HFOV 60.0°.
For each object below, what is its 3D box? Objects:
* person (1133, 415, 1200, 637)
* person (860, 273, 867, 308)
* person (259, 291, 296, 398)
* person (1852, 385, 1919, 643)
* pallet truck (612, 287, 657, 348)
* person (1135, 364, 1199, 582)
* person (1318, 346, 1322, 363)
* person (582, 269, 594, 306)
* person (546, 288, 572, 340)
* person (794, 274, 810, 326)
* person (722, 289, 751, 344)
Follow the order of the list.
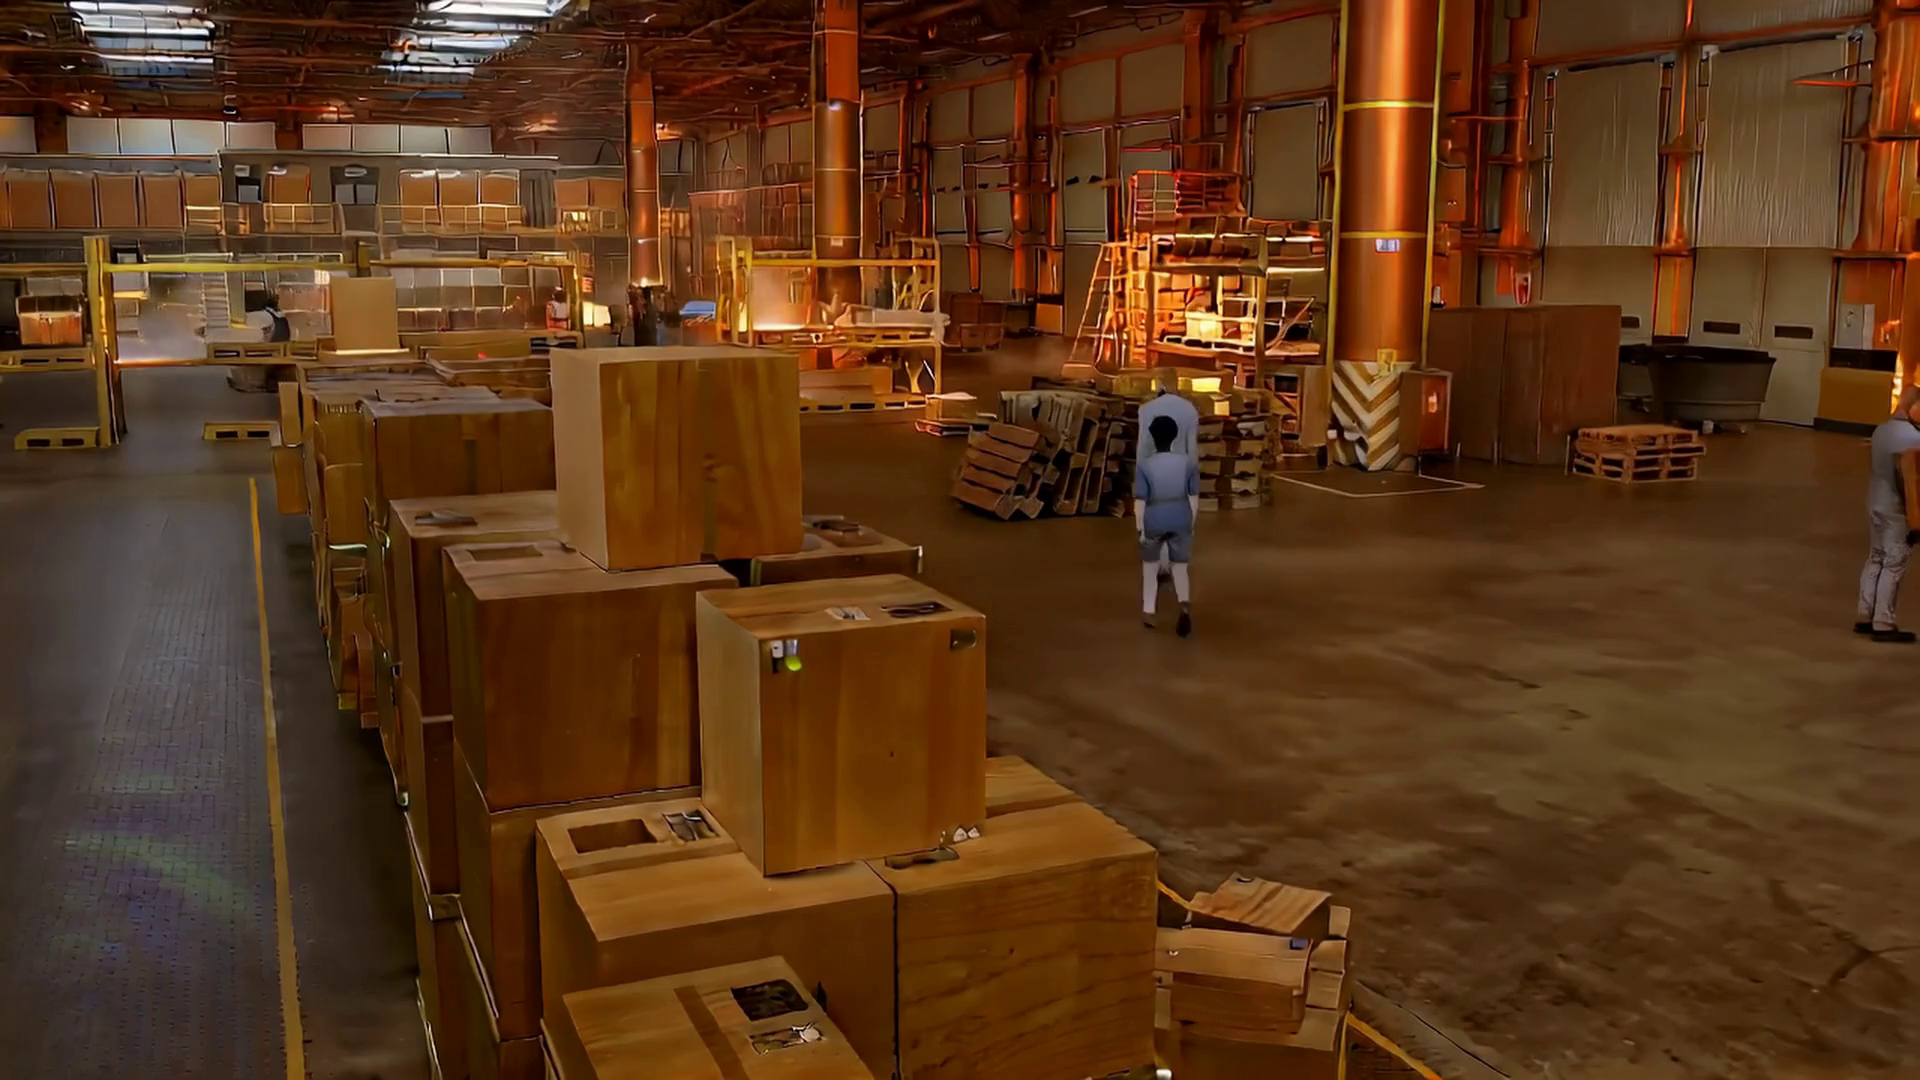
[{"bbox_3d":[1.565,-0.102,12.566,0.533,1.675,0.696,-1,10,-3],"label":"person"},{"bbox_3d":[-3.439,-8.226,56.860,0.522,1.854,0.429,0,10,-1],"label":"person"},{"bbox_3d":[-12.817,-3.690,31.341,0.808,2.000,0.682,3,11,14],"label":"person"},{"bbox_3d":[6.957,-0.191,12.374,0.367,1.926,0.639,1,10,4],"label":"person"},{"bbox_3d":[-6.464,-4.406,35.401,0.823,1.965,1.885,6,12,32],"label":"pallet truck"},{"bbox_3d":[1.798,-0.558,14.403,0.644,1.919,0.513,-6,12,-31],"label":"person"},{"bbox_3d":[5.771,-2.474,25.608,0.536,1.690,0.320,0,10,-2],"label":"person"},{"bbox_3d":[-13.336,-8.721,59.447,0.586,1.910,0.396,7,13,34],"label":"person"},{"bbox_3d":[-9.017,-4.726,37.479,0.574,1.886,0.361,-6,12,-30],"label":"person"},{"bbox_3d":[-5.352,-8.294,57.405,0.520,1.803,0.987,7,13,34],"label":"person"},{"bbox_3d":[-4.734,-4.385,35.474,0.621,1.927,0.450,-5,12,-27],"label":"person"}]
